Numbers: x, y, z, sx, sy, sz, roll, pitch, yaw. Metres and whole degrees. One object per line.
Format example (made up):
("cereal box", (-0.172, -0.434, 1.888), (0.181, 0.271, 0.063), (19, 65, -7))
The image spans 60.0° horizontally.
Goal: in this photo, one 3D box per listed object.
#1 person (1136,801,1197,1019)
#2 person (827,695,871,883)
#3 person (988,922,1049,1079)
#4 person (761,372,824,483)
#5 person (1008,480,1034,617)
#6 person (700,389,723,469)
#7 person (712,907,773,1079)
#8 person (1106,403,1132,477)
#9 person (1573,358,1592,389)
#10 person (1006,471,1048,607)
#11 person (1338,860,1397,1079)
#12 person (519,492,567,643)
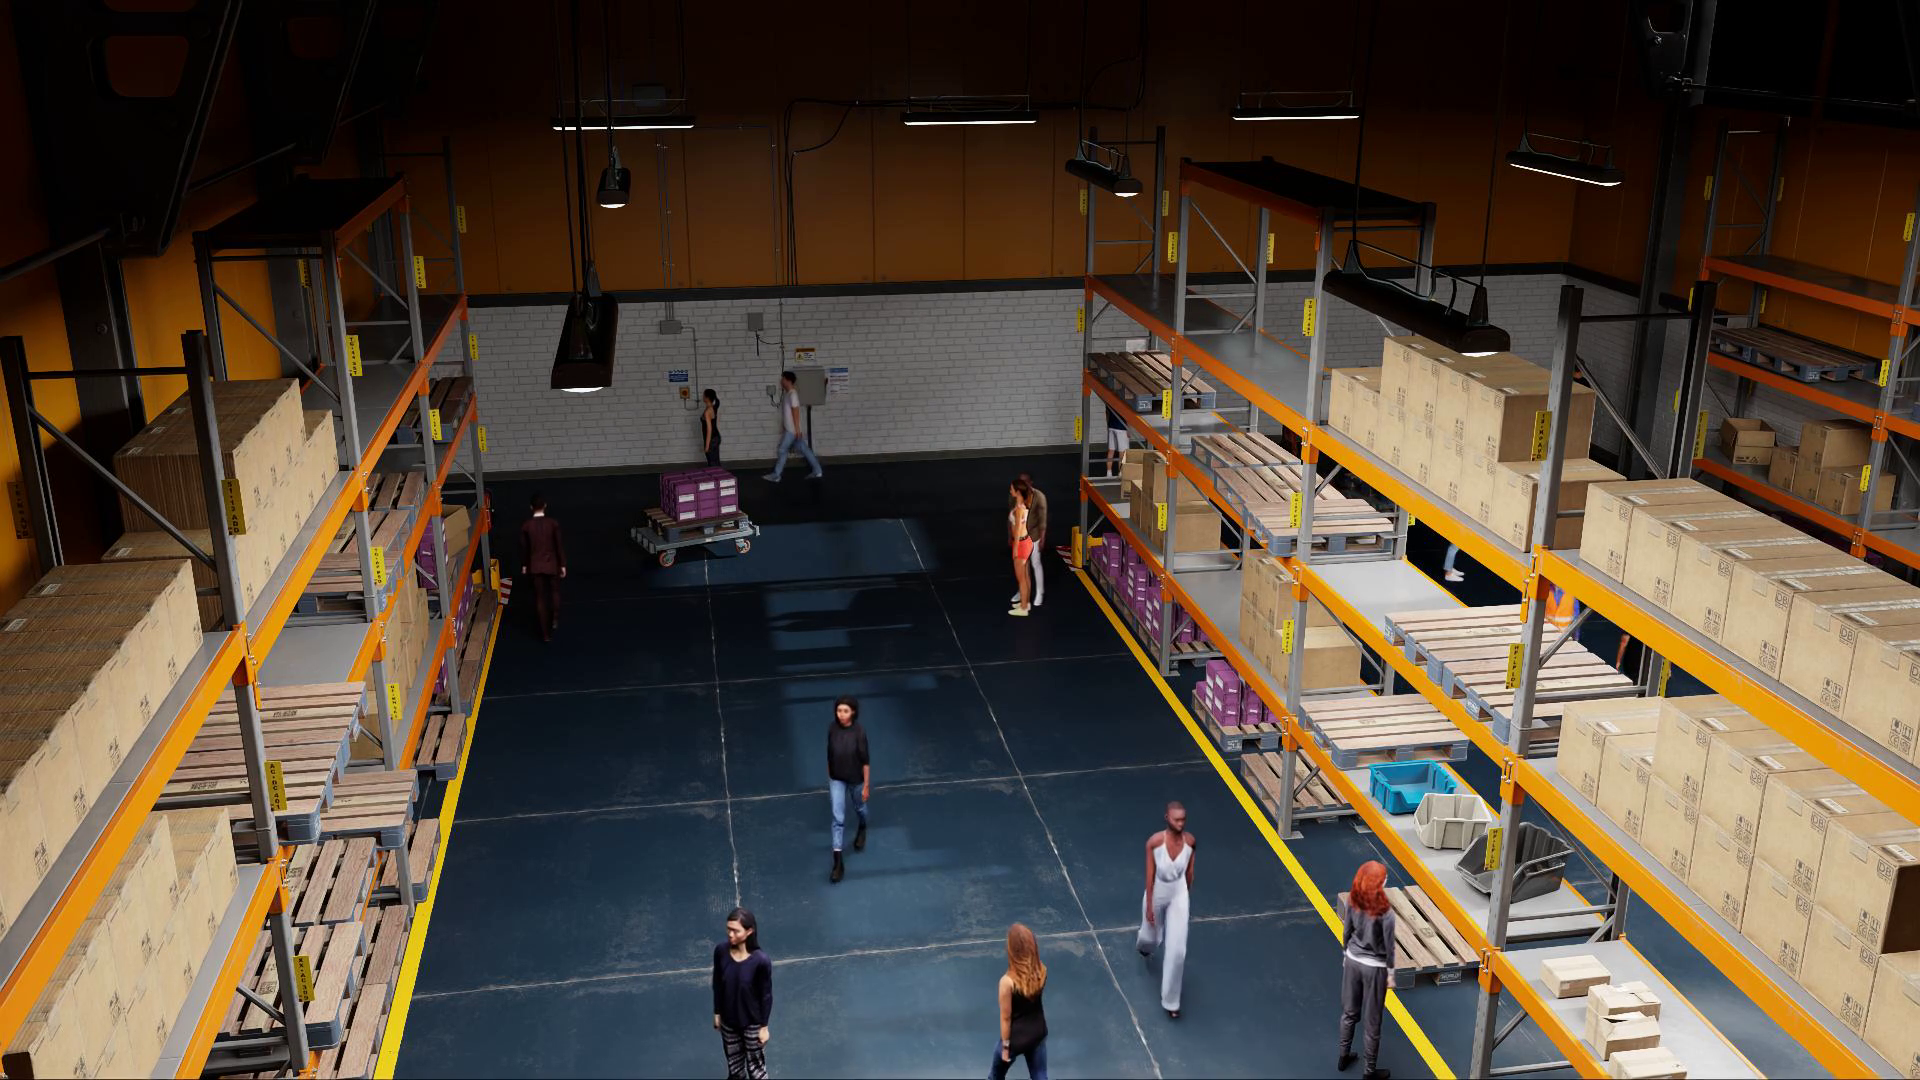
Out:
("person", (1.609, 2.849, 13.234), (0.593, 1.749, 1.083), (-2, 19, -7))
("person", (-0.999, 2.200, 15.313), (0.830, 1.653, 1.197), (3, 19, 9))
("person", (0.491, 3.483, 11.474), (0.926, 1.671, 1.171), (-14, 23, -36))
("person", (-2.607, -1.799, 26.940), (0.896, 1.812, 1.206), (0, 19, -1))
("person", (0.797, 0.089, 21.372), (0.700, 1.786, 0.584), (4, 19, 13))
("person", (-3.910, -1.548, 26.323), (0.699, 1.729, 0.588), (4, 19, 13))
("person", (-1.526, 3.358, 11.749), (0.683, 1.734, 0.697), (8, 20, 22))
("person", (2.557, -1.799, 26.905), (0.786, 1.834, 0.689), (-17, 25, -42))
("person", (10.258, -2.122, 27.831), (0.689, 1.854, 0.663), (4, 19, 11))
("person", (0.890, -0.040, 21.718), (0.821, 1.810, 0.828), (8, 20, 22))
("person", (2.995, 3.163, 12.257), (0.715, 1.779, 0.602), (-15, 24, -38))
("person", (-5.125, 0.362, 20.476), (0.743, 1.841, 0.956), (-5, 19, -14))
